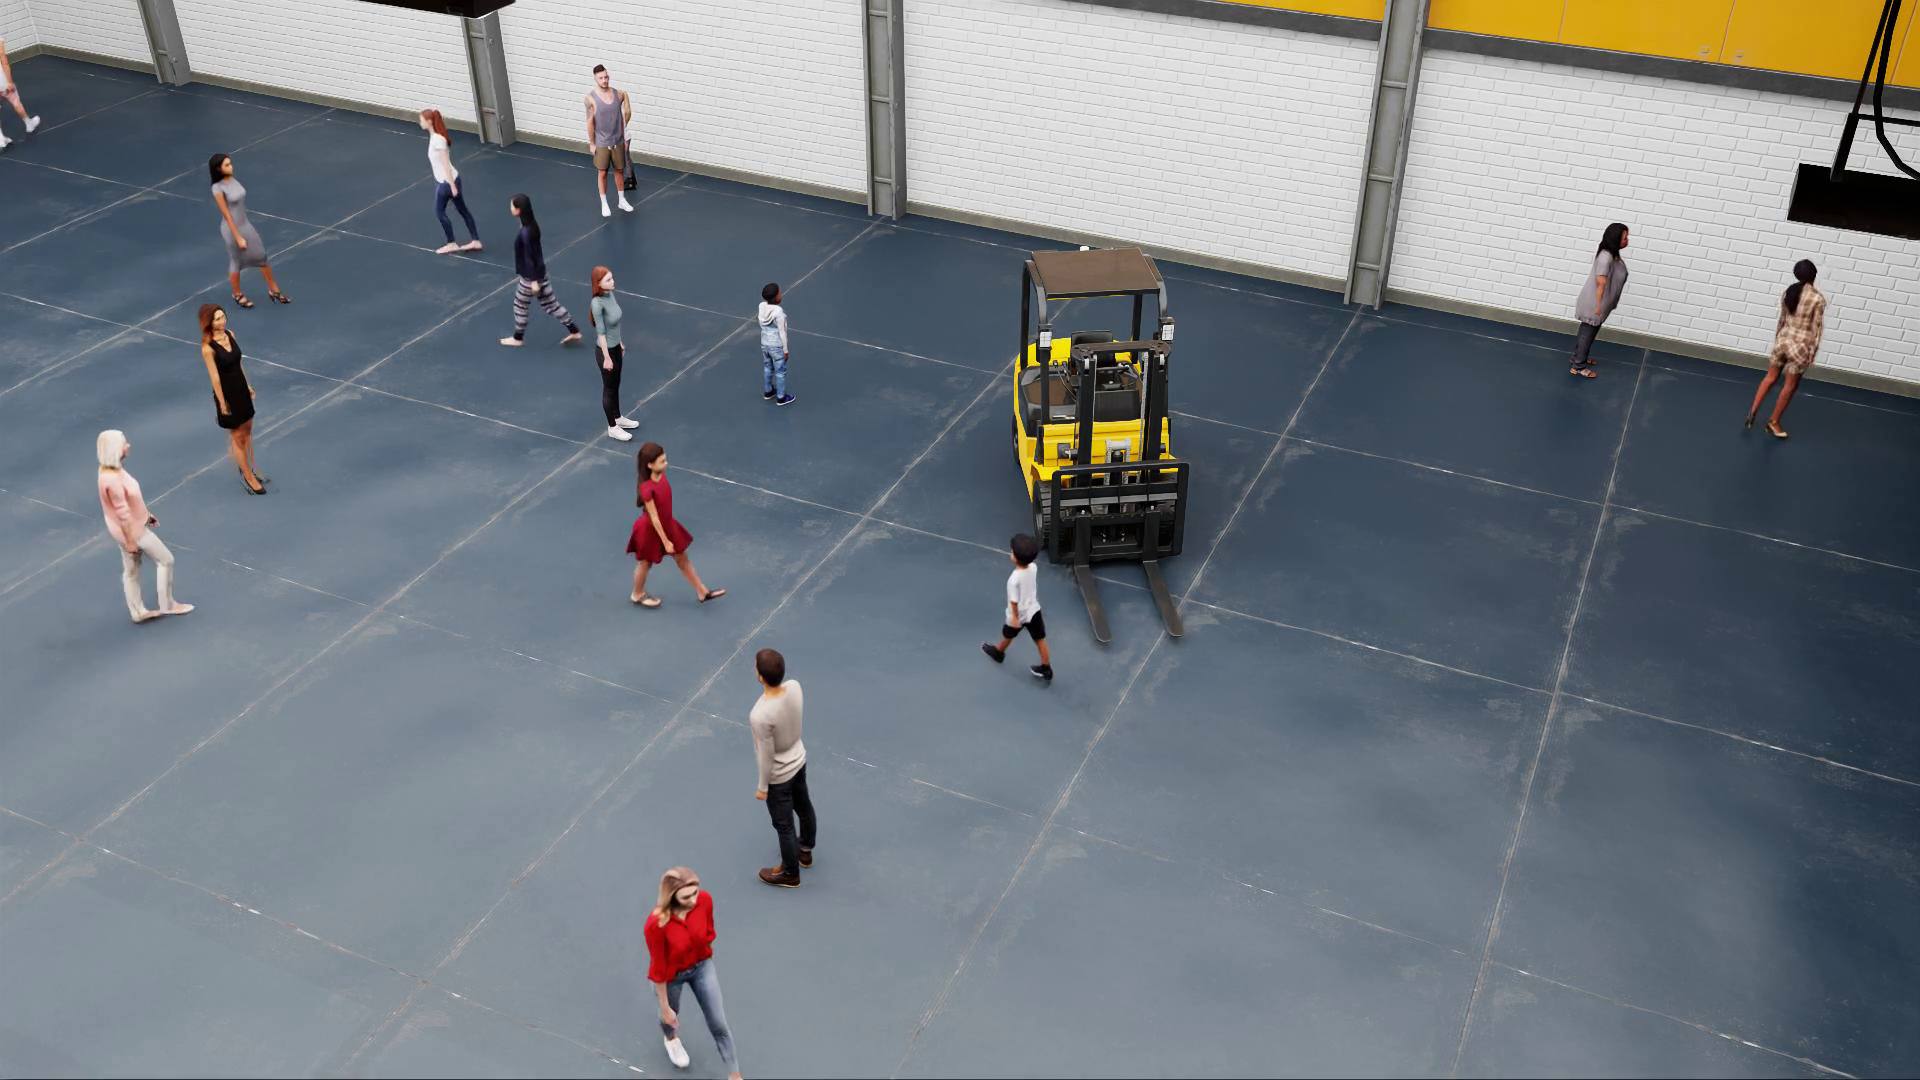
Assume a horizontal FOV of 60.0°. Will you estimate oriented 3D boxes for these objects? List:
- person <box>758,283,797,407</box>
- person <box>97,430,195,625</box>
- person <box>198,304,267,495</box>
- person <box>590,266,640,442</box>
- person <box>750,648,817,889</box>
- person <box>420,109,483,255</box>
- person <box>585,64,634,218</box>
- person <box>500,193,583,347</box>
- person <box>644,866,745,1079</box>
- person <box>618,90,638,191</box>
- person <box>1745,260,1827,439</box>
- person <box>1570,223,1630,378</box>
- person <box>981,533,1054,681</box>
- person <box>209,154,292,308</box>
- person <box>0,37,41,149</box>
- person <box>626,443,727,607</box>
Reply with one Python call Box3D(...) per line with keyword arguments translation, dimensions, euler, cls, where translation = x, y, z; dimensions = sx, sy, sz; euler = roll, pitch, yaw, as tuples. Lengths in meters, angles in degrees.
Box3D(translation=(-1.840, -1.944, 16.406), dimensions=(0.491, 1.258, 0.587), euler=(27, 42, 34), cls="person")
Box3D(translation=(-6.672, -0.066, 13.175), dimensions=(0.805, 1.708, 0.751), euler=(-22, 39, -29), cls="person")
Box3D(translation=(-6.501, -1.264, 14.862), dimensions=(0.637, 1.836, 0.634), euler=(7, 34, 11), cls="person")
Box3D(translation=(-3.306, -1.780, 15.722), dimensions=(0.627, 1.743, 0.645), euler=(5, 34, 8), cls="person")
Box3D(translation=(-1.141, 1.470, 10.722), dimensions=(0.537, 1.865, 0.644), euler=(14, 36, 21), cls="person")
Box3D(translation=(-5.847, -4.153, 19.325), dimensions=(0.866, 1.707, 0.778), euler=(-6, 34, -8), cls="person")
Box3D(translation=(-4.250, -4.849, 20.102), dimensions=(0.719, 1.845, 0.741), euler=(-20, 39, -27), cls="person")
Box3D(translation=(-4.339, -2.758, 17.242), dimensions=(1.191, 1.689, 0.939), euler=(0, 34, -1), cls="person")
Box3D(translation=(-1.626, 2.433, 9.451), dimensions=(0.931, 1.668, 1.134), euler=(-23, 40, -30), cls="person")
Box3D(translation=(-4.268, -5.093, 21.128), dimensions=(0.609, 1.277, 0.565), euler=(-4, 34, -7), cls="person")
Box3D(translation=(7.864, -1.766, 15.682), dimensions=(0.777, 1.764, 0.705), euler=(-5, 34, -7), cls="person")
Box3D(translation=(6.475, -2.467, 16.877), dimensions=(0.675, 1.609, 0.656), euler=(10, 35, 15), cls="person")
Box3D(translation=(0.540, 0.544, 12.693), dimensions=(0.935, 1.225, 0.663), euler=(27, 42, 34), cls="person")
Box3D(translation=(-7.916, -3.316, 18.019), dimensions=(0.921, 1.759, 0.699), euler=(8, 34, 12), cls="person")
Box3D(translation=(-12.952, -6.123, 22.264), dimensions=(1.152, 1.735, 1.023), euler=(0, 34, 1), cls="person")
Box3D(translation=(-2.515, -0.084, 13.377), dimensions=(1.060, 1.514, 0.645), euler=(9, 35, 13), cls="person")
